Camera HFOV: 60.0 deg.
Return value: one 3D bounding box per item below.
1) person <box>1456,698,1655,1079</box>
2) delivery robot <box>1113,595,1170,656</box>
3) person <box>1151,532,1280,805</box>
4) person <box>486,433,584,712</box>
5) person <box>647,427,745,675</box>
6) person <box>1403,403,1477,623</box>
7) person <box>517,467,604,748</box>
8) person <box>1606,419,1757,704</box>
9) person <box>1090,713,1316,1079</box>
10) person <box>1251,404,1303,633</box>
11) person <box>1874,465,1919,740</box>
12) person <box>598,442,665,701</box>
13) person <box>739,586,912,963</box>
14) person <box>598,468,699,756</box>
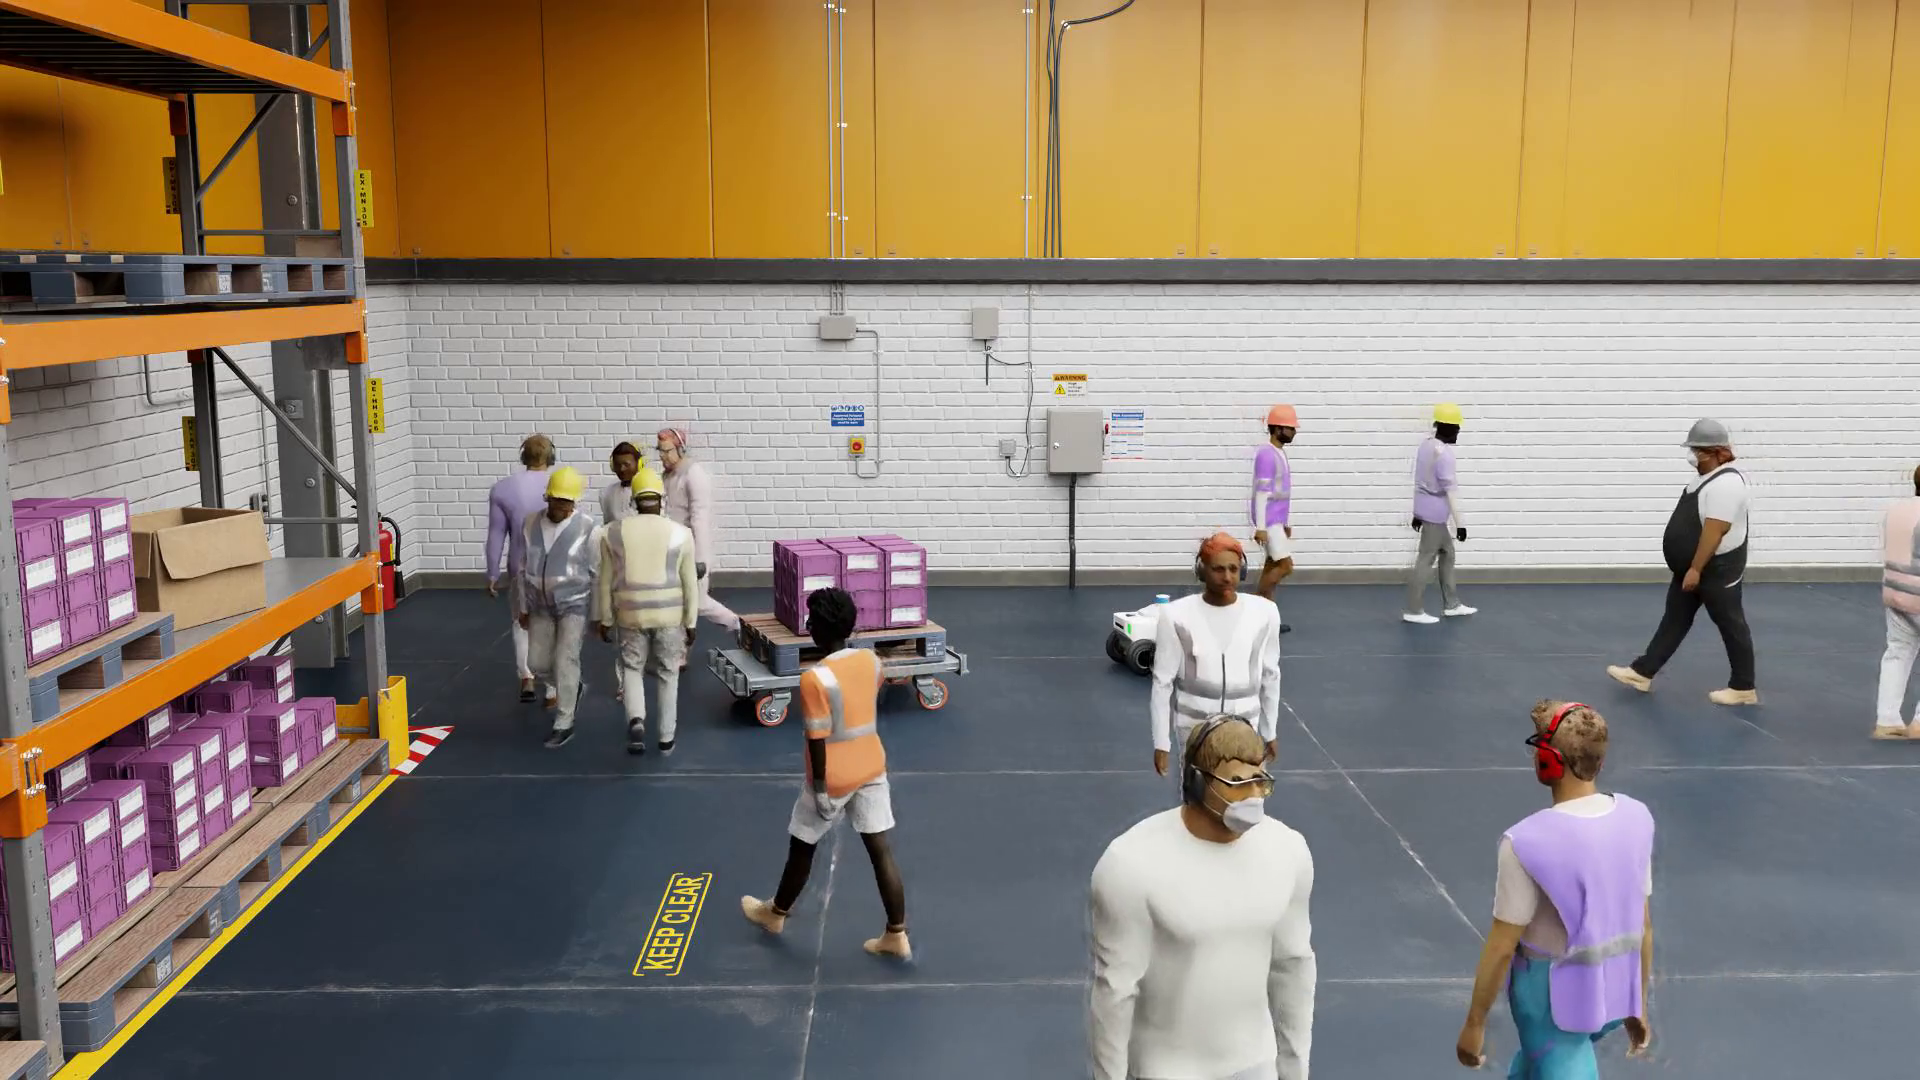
[{"bbox_3d":[1.765,1.356,4.863,0.583,1.801,0.960,-6,11,-32],"label":"person"},{"bbox_3d":[1.539,0.660,12.636,0.707,0.478,0.477,-3,10,-16],"label":"delivery robot"},{"bbox_3d":[1.172,0.897,7.532,0.607,1.836,0.970,0,9,0],"label":"person"},{"bbox_3d":[-2.892,0.224,11.422,0.672,1.918,0.433,-2,9,-9],"label":"person"},{"bbox_3d":[-1.982,0.075,12.499,0.751,1.874,0.659,-7,12,-36],"label":"person"},{"bbox_3d":[4.180,-0.217,14.176,0.820,1.895,0.625,0,9,-2],"label":"person"},{"bbox_3d":[-2.535,0.411,10.652,0.608,1.793,0.520,3,10,17],"label":"person"},{"bbox_3d":[5.127,0.131,11.621,1.005,2.000,0.699,1,9,8],"label":"person"},{"bbox_3d":[0.634,1.377,4.349,0.646,1.920,0.482,-4,10,-23],"label":"person"},{"bbox_3d":[2.623,-0.164,13.784,0.407,1.921,0.584,4,10,23],"label":"person"},{"bbox_3d":[6.177,0.404,10.599,0.559,1.823,0.661,-1,9,-4],"label":"person"},{"bbox_3d":[-2.332,0.177,12.041,0.519,1.825,0.977,0,9,2],"label":"person"},{"bbox_3d":[-0.571,1.019,7.358,0.878,1.650,0.542,7,12,38],"label":"person"},{"bbox_3d":[-1.917,0.471,10.252,0.622,1.812,0.568,-1,9,-8],"label":"person"}]
